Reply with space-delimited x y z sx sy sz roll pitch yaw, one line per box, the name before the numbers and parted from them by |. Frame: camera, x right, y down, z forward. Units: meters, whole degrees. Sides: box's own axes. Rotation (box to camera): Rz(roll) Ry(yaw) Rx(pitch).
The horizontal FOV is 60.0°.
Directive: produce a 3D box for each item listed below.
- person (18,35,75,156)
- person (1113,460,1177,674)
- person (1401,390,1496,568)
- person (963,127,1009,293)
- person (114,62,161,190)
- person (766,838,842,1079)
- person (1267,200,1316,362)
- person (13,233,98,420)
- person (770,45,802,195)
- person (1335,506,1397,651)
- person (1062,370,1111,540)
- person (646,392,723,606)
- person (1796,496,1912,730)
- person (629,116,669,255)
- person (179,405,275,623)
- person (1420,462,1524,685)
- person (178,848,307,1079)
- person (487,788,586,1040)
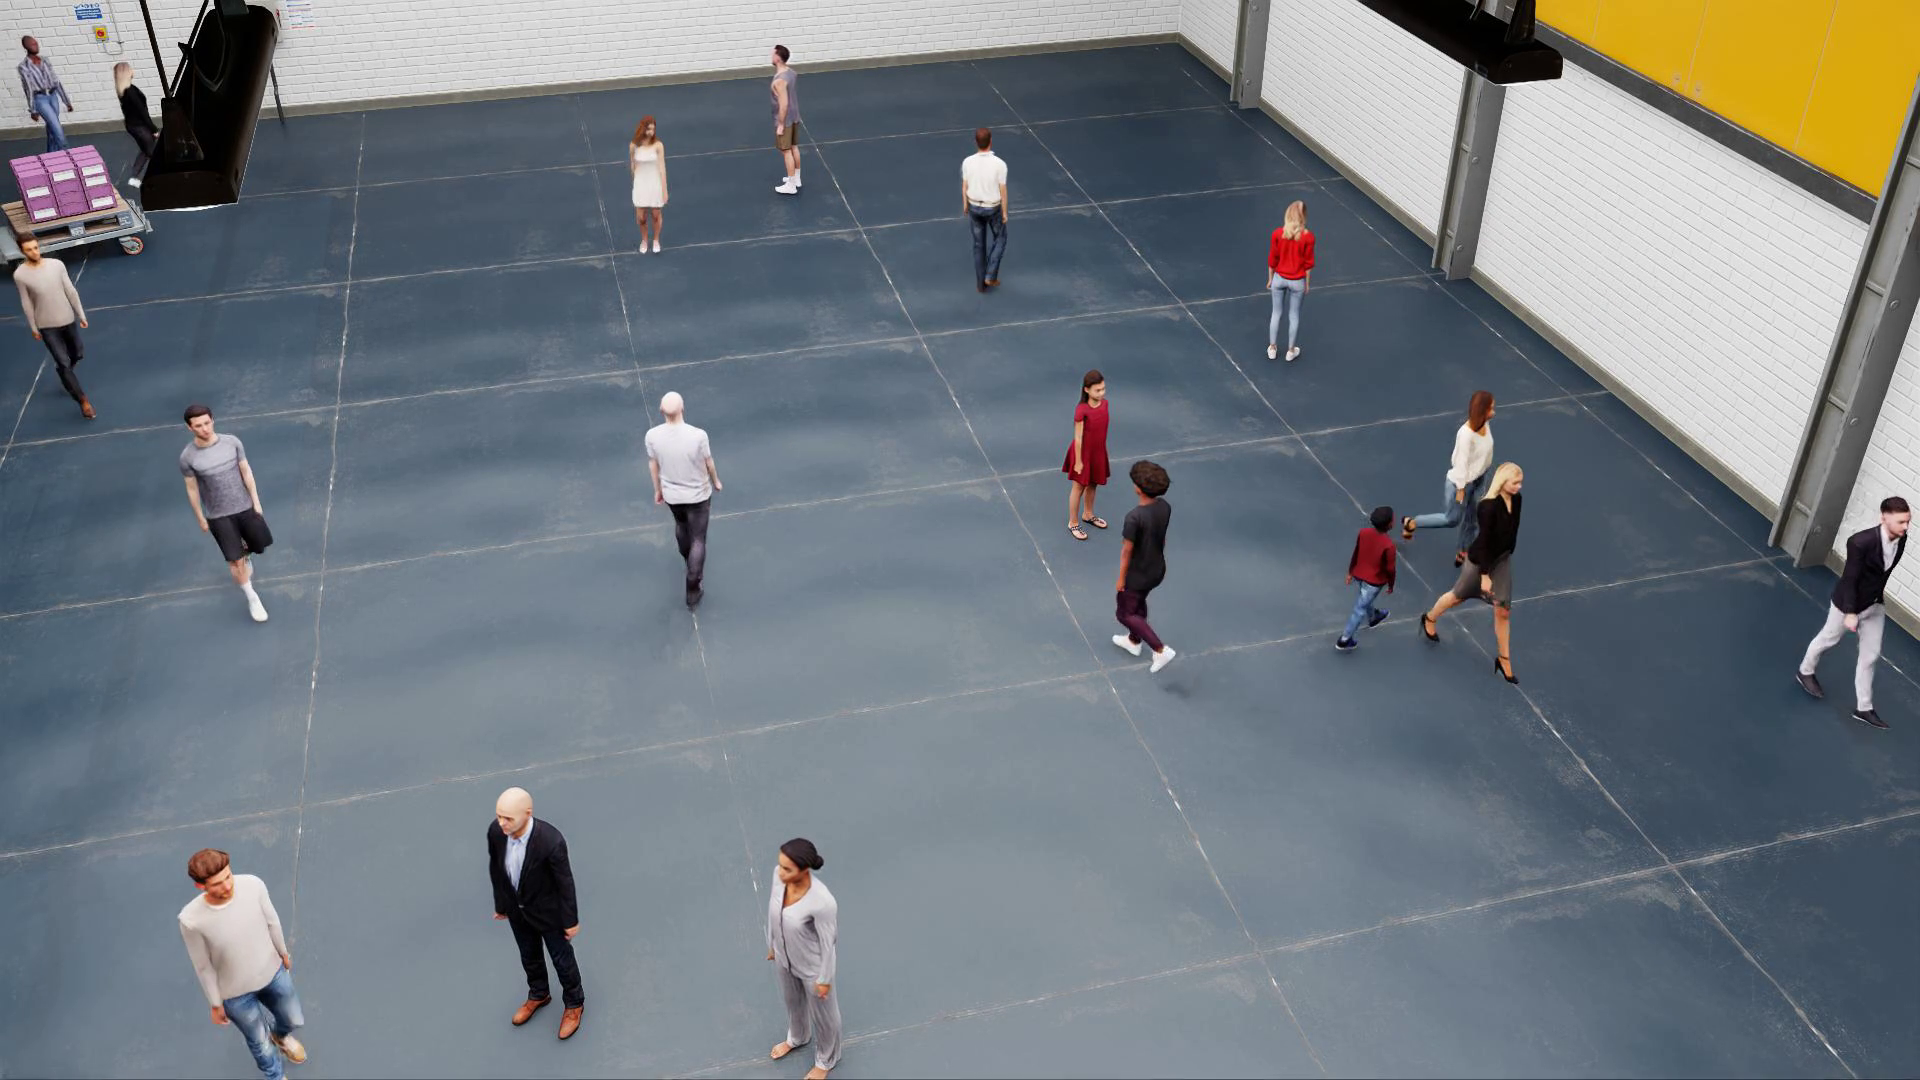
person | -11.751 -5.553 21.263 0.985 1.771 0.974 9 35 14
person | 1.421 0.233 12.563 1.021 1.766 0.911 26 42 34
person | 4.100 -0.505 13.772 1.071 1.657 0.938 25 41 33
person | 0.246 -3.576 18.222 0.807 1.845 0.830 11 35 16
person | -10.233 -5.064 20.617 0.873 1.672 0.907 28 43 35
person | -0.878 2.345 9.412 0.672 1.737 0.777 26 41 33
person | 3.347 -2.634 16.932 0.689 1.704 0.704 11 35 16
person | -8.728 -2.110 16.020 1.216 1.843 1.018 29 43 36
person | -2.163 -5.241 20.678 0.793 1.845 0.674 10 35 14
person | 3.142 0.314 12.929 0.764 1.227 0.879 -22 39 -29
person | 1.108 -0.763 14.255 0.660 1.553 0.720 -28 42 -35
person | -2.206 -0.319 13.363 0.968 1.800 1.180 6 34 9
person | 6.530 0.419 12.246 0.647 1.807 1.026 -8 34 -12
person | -3.595 -4.089 19.155 0.633 1.668 0.697 4 34 7
person | -5.851 -0.285 13.263 0.899 1.853 1.102 -23 40 -30
person | 3.892 0.188 12.605 0.876 1.794 1.231 -22 40 -30
person | -3.996 2.382 9.218 0.891 1.891 0.834 28 43 35
person | -2.464 2.134 9.674 0.779 1.800 0.788 11 35 16
